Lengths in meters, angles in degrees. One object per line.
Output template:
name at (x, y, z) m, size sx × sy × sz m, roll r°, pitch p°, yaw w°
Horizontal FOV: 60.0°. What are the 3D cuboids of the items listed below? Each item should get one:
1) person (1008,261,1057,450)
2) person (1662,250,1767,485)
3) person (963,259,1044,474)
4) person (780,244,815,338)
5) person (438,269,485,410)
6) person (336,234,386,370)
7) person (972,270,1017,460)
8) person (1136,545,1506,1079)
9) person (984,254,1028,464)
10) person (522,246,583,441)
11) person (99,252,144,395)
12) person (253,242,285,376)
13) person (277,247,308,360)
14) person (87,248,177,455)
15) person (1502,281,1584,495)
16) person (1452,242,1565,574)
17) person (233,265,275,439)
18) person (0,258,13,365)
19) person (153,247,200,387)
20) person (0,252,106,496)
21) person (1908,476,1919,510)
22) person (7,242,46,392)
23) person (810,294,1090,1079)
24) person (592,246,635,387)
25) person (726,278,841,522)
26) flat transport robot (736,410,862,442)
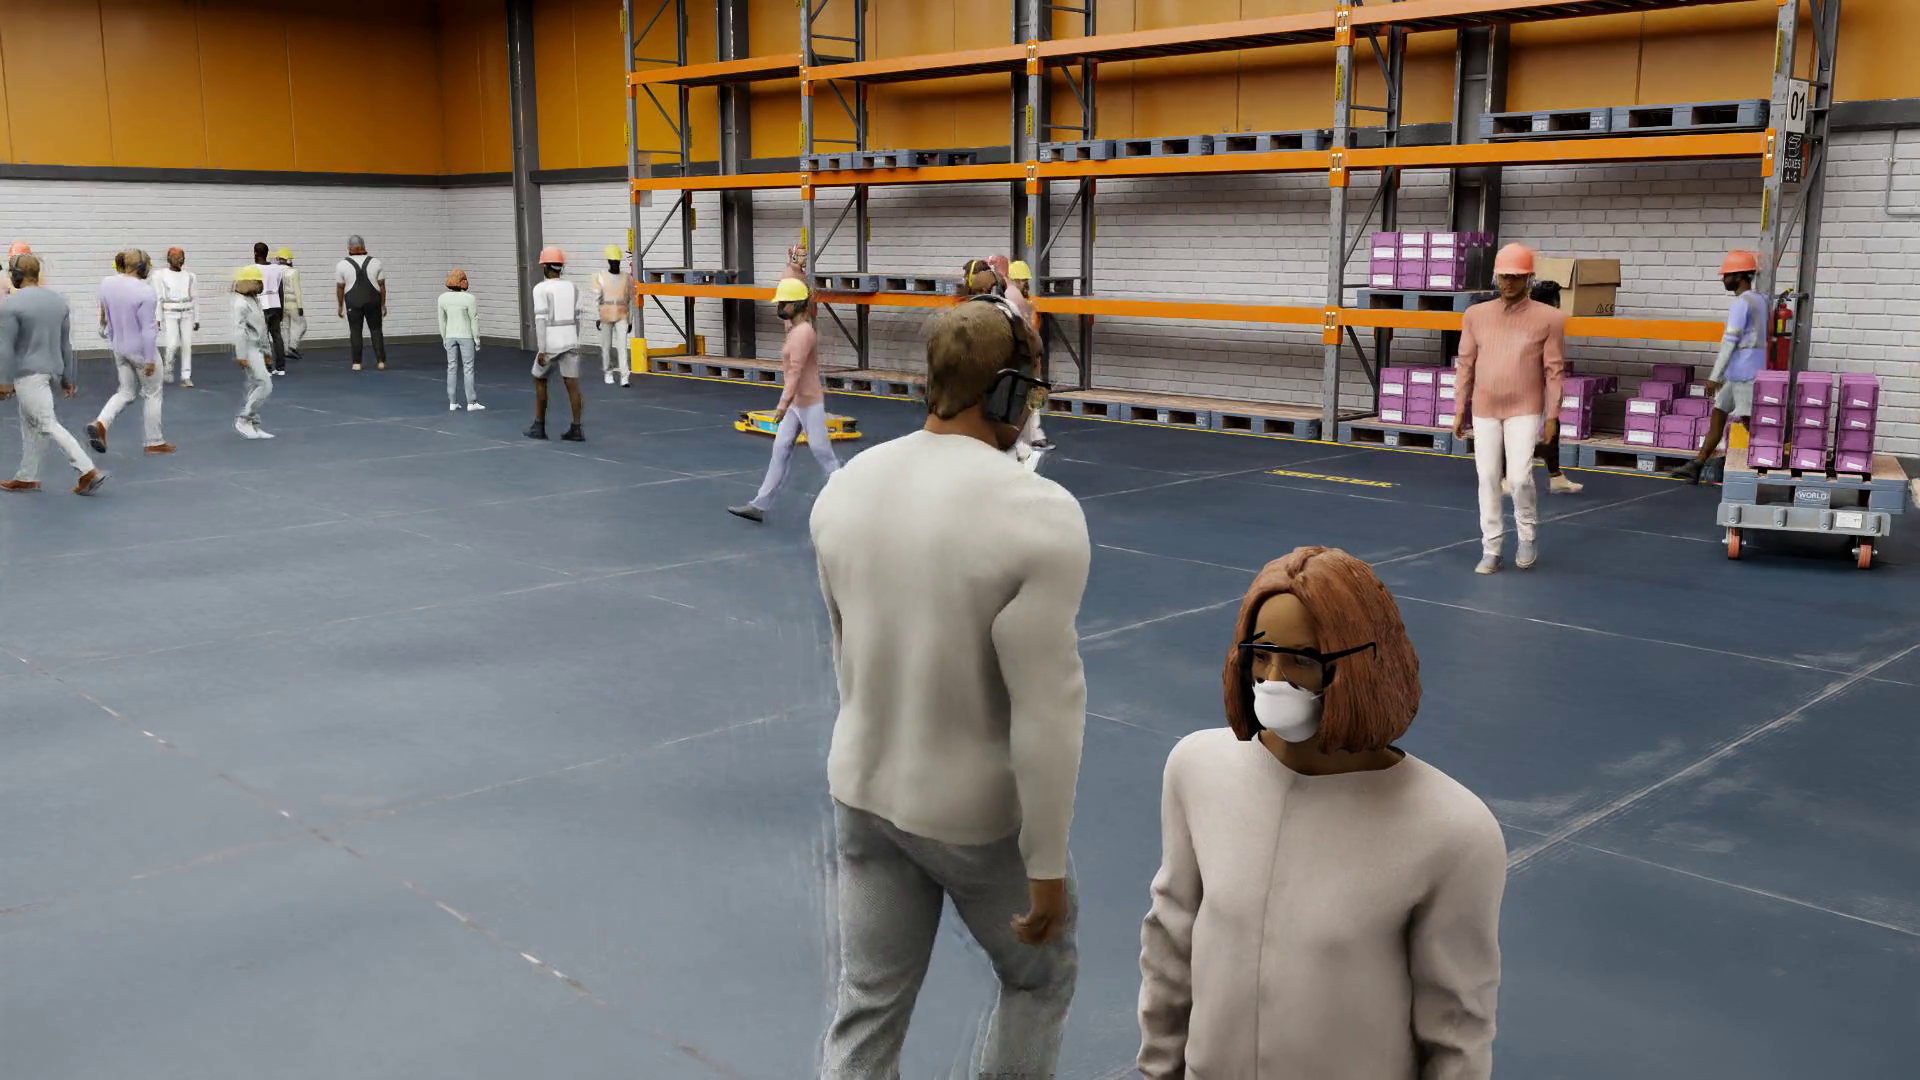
person at (0.455, -1.746, 15.771) m, size 0.928 × 1.796 × 0.601 m, roll 6°, pitch 12°, yaw 31°
person at (6.051, -1.326, 13.146) m, size 0.940 × 1.890 × 0.563 m, roll 7°, pitch 12°, yaw 33°
person at (0.252, -1.270, 13.048) m, size 0.721 × 1.844 × 0.541 m, roll 3°, pitch 11°, yaw 15°
person at (-2.021, -2.743, 20.870) m, size 0.409 × 1.907 × 0.651 m, roll 1°, pitch 10°, yaw 5°
person at (-5.784, -2.313, 19.266) m, size 0.499 × 1.633 × 0.286 m, roll 3°, pitch 11°, yaw 13°
person at (-9.026, -3.586, 25.096) m, size 0.692 × 2.000 × 0.536 m, roll -5°, pitch 11°, yaw -24°
person at (0.102, -0.867, 10.916) m, size 0.889 × 1.806 × 0.631 m, roll -1°, pitch 10°, yaw -4°
person at (0.452, 0.811, 2.233) m, size 0.497 × 1.633 × 0.285 m, roll 8°, pitch 13°, yaw 36°
person at (0.400, -1.433, 13.841) m, size 0.483 × 1.867 × 0.670 m, roll -1°, pitch 10°, yaw -3°
person at (-4.049, -1.933, 16.450) m, size 0.848 × 1.902 × 0.565 m, roll 9°, pitch 14°, yaw 41°
person at (-10.629, -2.747, 21.184) m, size 0.995 × 1.819 × 0.543 m, roll 9°, pitch 14°, yaw 41°
person at (-9.995, -3.317, 23.973) m, size 0.388 × 1.916 × 0.594 m, roll 6°, pitch 12°, yaw 28°
person at (-10.875, -3.815, 26.936) m, size 0.617 × 1.821 × 0.426 m, roll 4°, pitch 11°, yaw 21°
person at (-7.543, -1.687, 15.098) m, size 0.642 × 1.911 × 0.752 m, roll 4°, pitch 11°, yaw 22°
person at (4.533, -1.151, 12.805) m, size 0.742 × 1.664 × 0.559 m, roll 5°, pitch 11°, yaw 24°
person at (3.242, -0.768, 9.911) m, size 0.618 × 1.980 × 0.427 m, roll 7°, pitch 13°, yaw 35°
person at (-6.977, -1.843, 16.460) m, size 0.392 × 1.730 × 0.493 m, roll -1°, pitch 10°, yaw -7°
person at (-13.285, -3.063, 22.998) m, size 0.525 × 1.769 × 0.308 m, roll -7°, pitch 12°, yaw -32°
person at (-10.445, -2.968, 22.194) m, size 0.457 × 1.868 × 0.606 m, roll 10°, pitch 14°, yaw 42°
person at (-7.133, -1.283, 12.937) m, size 0.975 × 1.903 × 0.645 m, roll 2°, pitch 11°, yaw 10°
person at (7.006, -0.973, 11.504) m, size 0.530 × 1.812 × 0.813 m, roll -6°, pitch 12°, yaw -28°
person at (-12.005, -2.857, 21.404) m, size 0.545 × 1.938 × 0.362 m, roll 3°, pitch 11°, yaw 17°
person at (-0.002, 0.502, 3.154) m, size 0.660 × 1.905 × 0.700 m, roll 7°, pitch 13°, yaw 34°
person at (-4.661, -3.009, 22.421) m, size 0.584 × 1.876 × 1.014 m, roll -4°, pitch 11°, yaw -19°
person at (-1.167, -0.941, 11.547) m, size 0.912 × 1.724 × 0.541 m, roll -3°, pitch 11°, yaw -15°
flat transport robot at (-1.639, -1.164, 16.723) m, size 0.652 × 0.197 × 1.431 m, roll -7°, pitch 13°, yaw -34°
